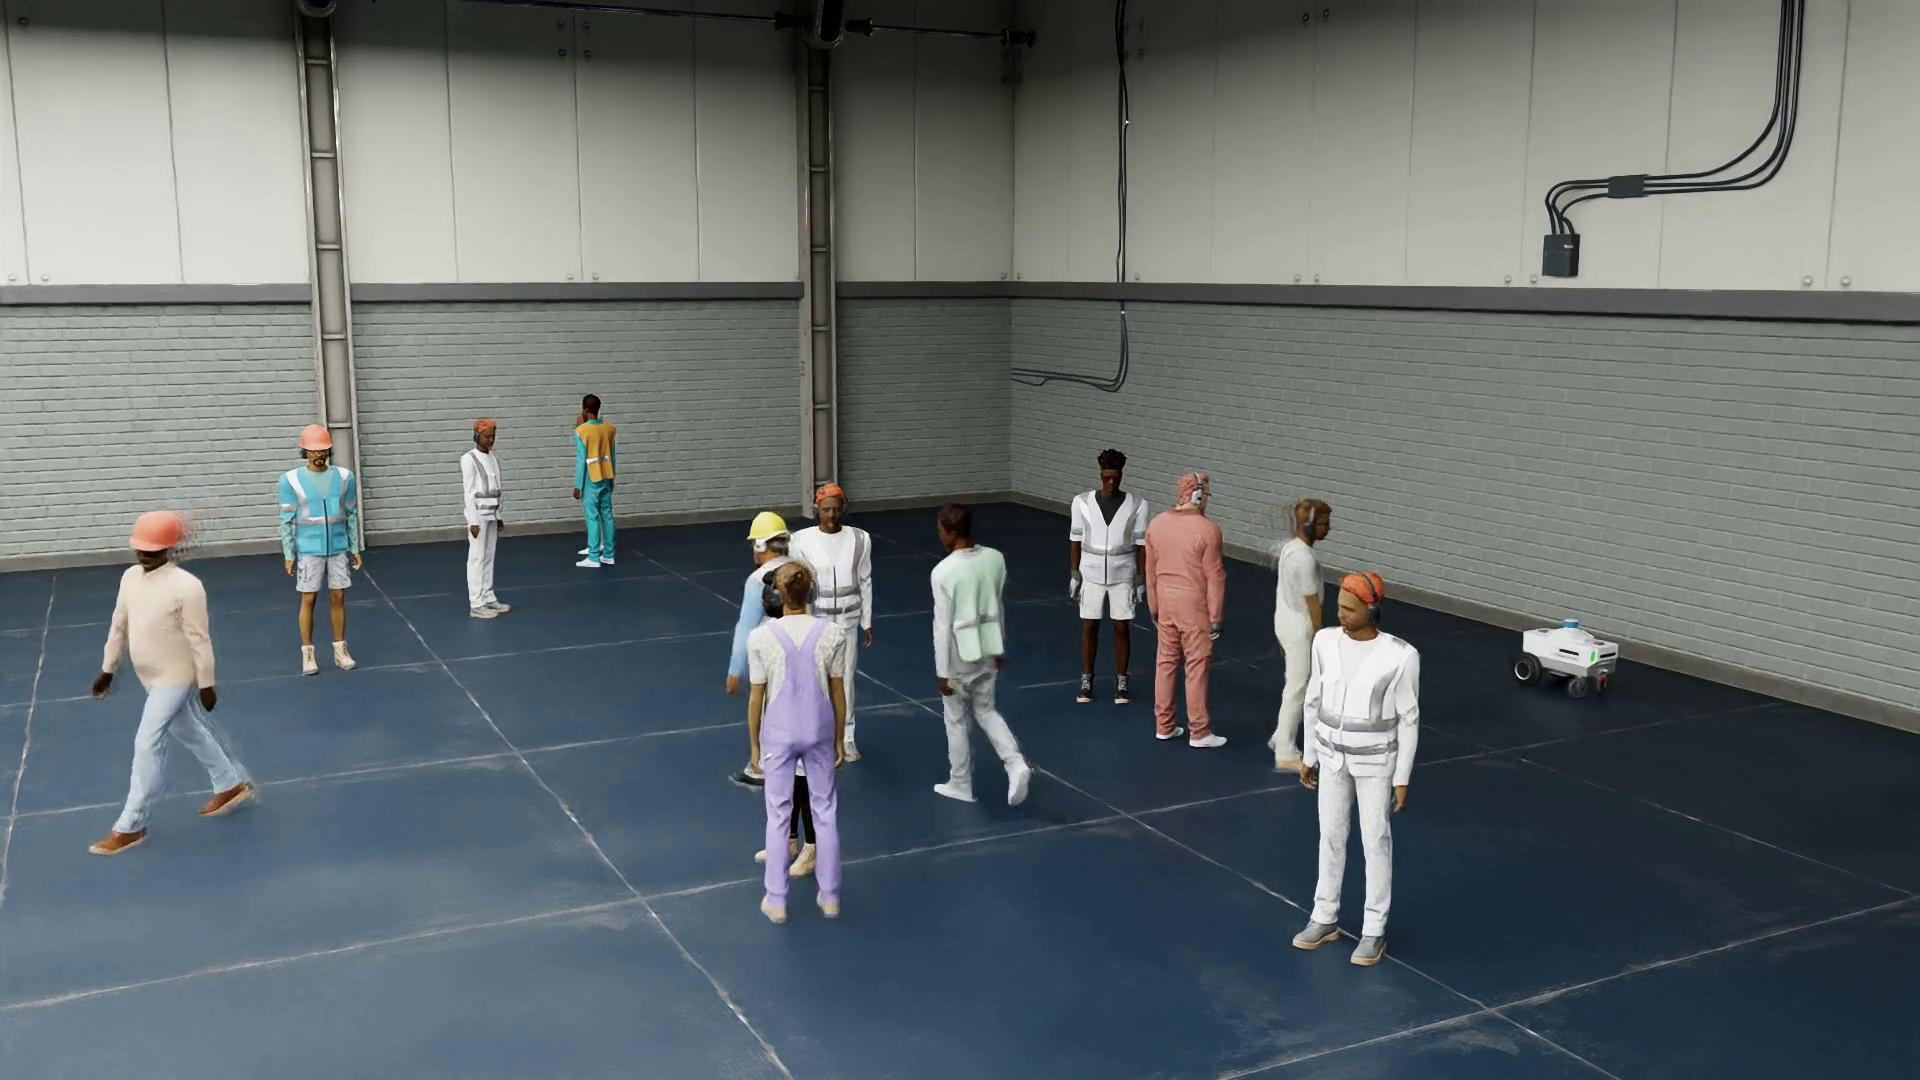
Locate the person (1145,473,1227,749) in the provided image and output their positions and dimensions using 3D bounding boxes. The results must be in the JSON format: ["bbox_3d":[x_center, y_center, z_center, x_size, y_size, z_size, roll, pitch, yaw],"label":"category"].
[{"bbox_3d":[1.582,0.482,11.494,0.400,1.901,0.643,-8,12,-41],"label":"person"}]

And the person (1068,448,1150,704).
[{"bbox_3d":[1.130,0.274,12.614,0.612,1.953,0.385,2,9,9],"label":"person"}]

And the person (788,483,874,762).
[{"bbox_3d":[-0.862,0.556,11.079,0.585,1.882,0.337,-3,10,-16],"label":"person"}]

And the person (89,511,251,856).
[{"bbox_3d":[-4.580,0.768,9.632,0.680,1.937,1.034,6,11,35],"label":"person"}]

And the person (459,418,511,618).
[{"bbox_3d":[-4.518,-0.211,15.808,0.355,1.886,0.572,2,9,10],"label":"person"}]

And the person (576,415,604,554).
[{"bbox_3d":[-4.279,-0.649,19.281,0.267,1.630,0.507,2,9,14],"label":"person"}]

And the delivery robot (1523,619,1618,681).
[{"bbox_3d":[4.766,0.862,12.997,0.477,0.478,0.707,-6,11,-32],"label":"delivery robot"}]

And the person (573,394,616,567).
[{"bbox_3d":[-4.040,-0.656,18.445,0.388,1.919,0.593,5,11,30],"label":"person"}]

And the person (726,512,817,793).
[{"bbox_3d":[-1.209,0.729,10.279,0.797,1.786,0.718,5,10,27],"label":"person"}]

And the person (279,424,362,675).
[{"bbox_3d":[-5.195,0.073,13.568,0.616,2.041,0.382,-7,12,-37],"label":"person"}]

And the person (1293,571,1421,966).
[{"bbox_3d":[1.883,1.070,7.916,0.573,1.885,0.356,8,12,41],"label":"person"}]

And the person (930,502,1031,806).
[{"bbox_3d":[0.104,0.709,10.109,0.619,1.894,0.694,-9,13,-42],"label":"person"}]

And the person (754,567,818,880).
[{"bbox_3d":[-0.934,0.984,9.020,0.317,1.695,0.540,-6,11,-32],"label":"person"}]

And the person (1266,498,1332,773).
[{"bbox_3d":[2.241,0.631,10.781,0.414,1.826,0.510,1,9,5],"label":"person"}]

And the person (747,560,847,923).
[{"bbox_3d":[-0.816,1.016,8.412,0.502,1.837,0.347,-2,9,-12],"label":"person"}]
